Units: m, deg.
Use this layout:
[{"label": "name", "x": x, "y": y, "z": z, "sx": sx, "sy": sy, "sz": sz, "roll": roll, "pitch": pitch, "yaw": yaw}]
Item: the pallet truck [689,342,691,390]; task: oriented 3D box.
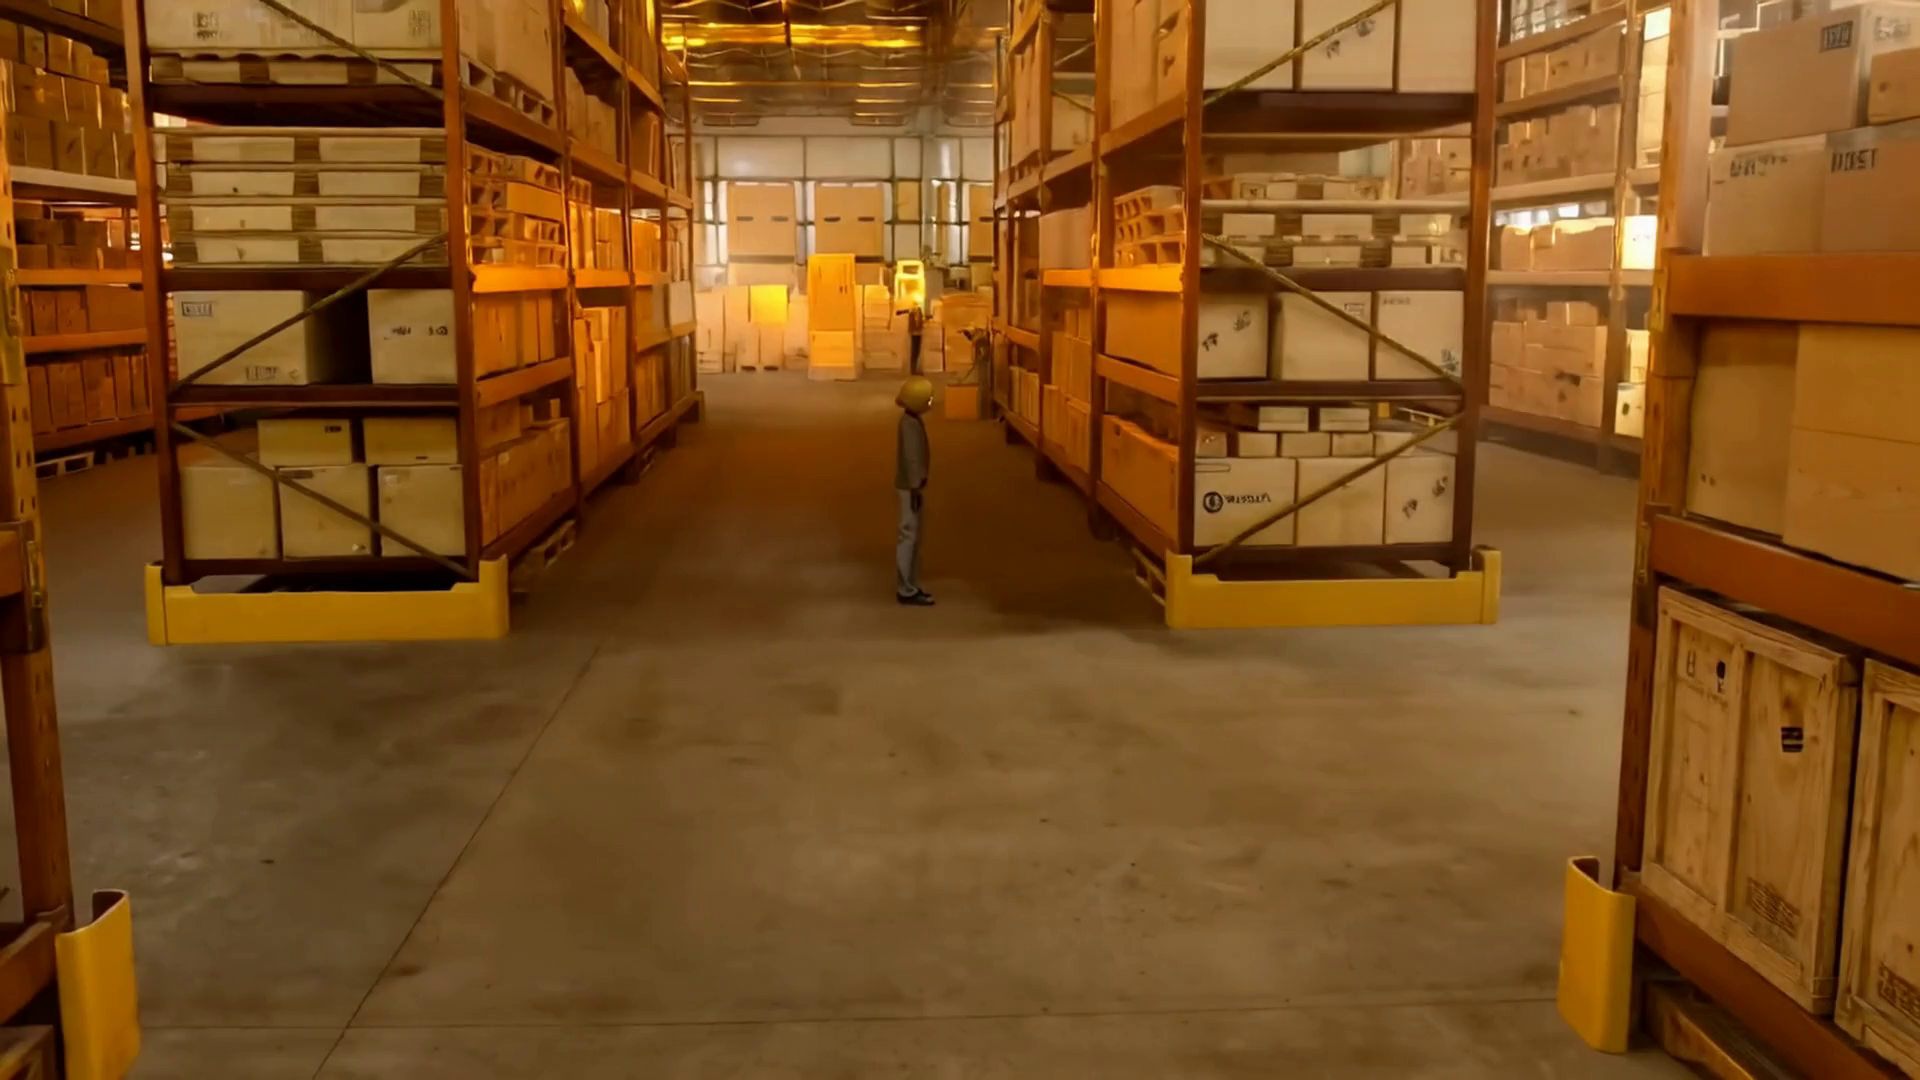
[{"label": "pallet truck", "x": -5.225, "y": -3.008, "z": 27.480, "sx": 1.885, "sy": 1.965, "sz": 0.823, "roll": 2, "pitch": 9, "yaw": 14}]

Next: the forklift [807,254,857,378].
[{"label": "forklift", "x": -2.942, "y": -5.145, "z": 38.138, "sx": 1.129, "sy": 2.768, "sz": 1.873, "roll": -1, "pitch": 9, "yaw": -4}]

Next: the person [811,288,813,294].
[{"label": "person", "x": -5.689, "y": -8.650, "z": 63.311, "sx": 0.675, "sy": 1.861, "sz": 0.604, "roll": 2, "pitch": 9, "yaw": 12}]

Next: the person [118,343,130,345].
[{"label": "person", "x": -16.013, "y": -3.695, "z": 32.074, "sx": 1.043, "sy": 1.907, "sz": 0.613, "roll": 3, "pitch": 9, "yaw": 16}]

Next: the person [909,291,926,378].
[{"label": "person", "x": -0.965, "y": -4.699, "z": 38.129, "sx": 0.399, "sy": 1.987, "sz": 0.612, "roll": 0, "pitch": 9, "yaw": -2}]

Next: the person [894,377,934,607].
[{"label": "person", "x": -0.332, "y": -0.349, "z": 11.920, "sx": 0.280, "sy": 1.632, "sz": 0.501, "roll": 0, "pitch": 9, "yaw": -2}]

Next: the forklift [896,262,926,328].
[{"label": "forklift", "x": -1.780, "y": -8.547, "z": 59.499, "sx": 1.129, "sy": 2.768, "sz": 1.873, "roll": -1, "pitch": 9, "yaw": -4}]
